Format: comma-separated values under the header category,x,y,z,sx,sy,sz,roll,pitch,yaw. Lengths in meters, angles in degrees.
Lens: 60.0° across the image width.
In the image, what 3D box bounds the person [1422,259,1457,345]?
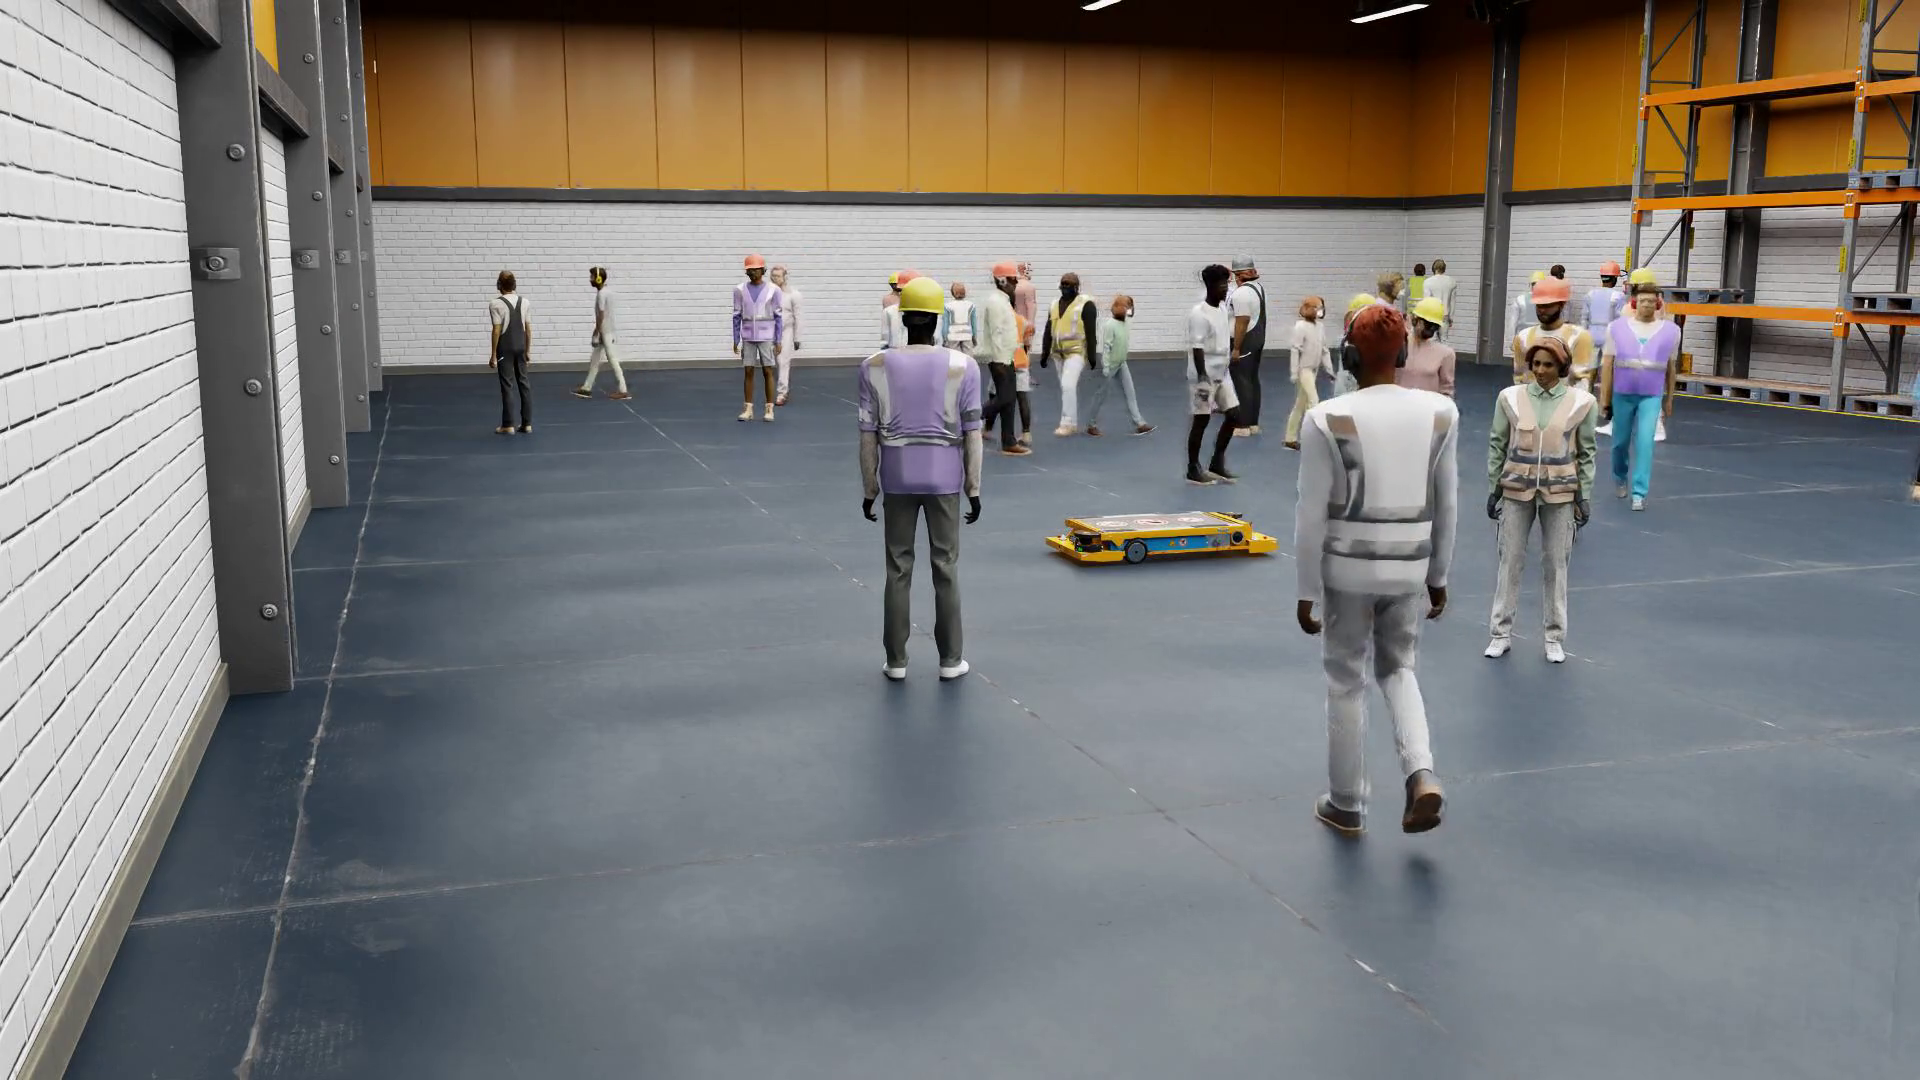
category,x,y,z,sx,sy,sz,roll,pitch,yaw
person,8.011,-3.735,27.899,0.635,1.937,0.355,-3,10,-17

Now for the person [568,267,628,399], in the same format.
category,x,y,z,sx,sy,sz,roll,pitch,yaw
person,-5.079,-2.873,23.220,0.910,1.832,0.560,-2,10,-9

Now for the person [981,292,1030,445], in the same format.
category,x,y,z,sx,sy,sz,roll,pitch,yaw
person,0.474,-1.858,17.831,0.553,1.647,0.864,-7,12,-34

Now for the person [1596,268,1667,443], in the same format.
category,x,y,z,sx,sy,sz,roll,pitch,yaw
person,7.363,-2.008,18.085,0.606,1.873,0.986,-6,11,-30

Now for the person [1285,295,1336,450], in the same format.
category,x,y,z,sx,sy,sz,roll,pitch,yaw
person,3.651,-1.688,17.001,0.761,1.599,0.520,8,13,39

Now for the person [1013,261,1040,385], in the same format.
category,x,y,z,sx,sy,sz,roll,pitch,yaw
person,0.991,-3.352,25.777,0.399,1.907,0.644,-6,11,-30

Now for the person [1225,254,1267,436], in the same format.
category,x,y,z,sx,sy,sz,roll,pitch,yaw
person,3.140,-2.187,18.647,0.535,2.000,0.684,6,11,29

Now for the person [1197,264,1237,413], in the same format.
category,x,y,z,sx,sy,sz,roll,pitch,yaw
person,3.349,-2.556,21.194,0.670,1.890,0.433,5,11,25

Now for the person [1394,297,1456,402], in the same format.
category,x,y,z,sx,sy,sz,roll,pitch,yaw
person,3.211,-0.850,11.780,0.549,1.730,0.422,3,10,17

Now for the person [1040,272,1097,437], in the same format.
category,x,y,z,sx,sy,sz,roll,pitch,yaw
person,1.160,-2.053,18.505,0.673,1.817,0.698,-9,13,-43

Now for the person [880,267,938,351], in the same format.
category,x,y,z,sx,sy,sz,roll,pitch,yaw
person,-0.439,-1.527,15.199,0.558,1.915,0.746,4,11,23

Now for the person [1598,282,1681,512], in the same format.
category,x,y,z,sx,sy,sz,roll,pitch,yaw
person,5.482,-1.174,13.444,0.576,1.818,0.877,4,11,23

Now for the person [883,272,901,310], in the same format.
category,x,y,z,sx,sy,sz,roll,pitch,yaw
person,-0.903,-2.974,23.997,0.311,1.768,0.533,7,12,36

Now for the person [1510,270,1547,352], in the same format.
category,x,y,z,sx,sy,sz,roll,pitch,yaw
person,7.644,-2.678,22.151,0.601,1.814,0.624,3,10,16

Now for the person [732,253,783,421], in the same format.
category,x,y,z,sx,sy,sz,roll,pitch,yaw
person,-2.459,-2.449,20.153,0.615,2.041,0.392,1,10,7

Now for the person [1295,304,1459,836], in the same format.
category,x,y,z,sx,sy,sz,roll,pitch,yaw
person,1.423,0.134,5.696,0.595,1.871,0.520,-2,10,-12

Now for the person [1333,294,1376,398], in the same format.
category,x,y,z,sx,sy,sz,roll,pitch,yaw
person,3.371,-1.208,13.985,0.904,1.695,0.506,5,11,26

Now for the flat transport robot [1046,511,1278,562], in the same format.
category,x,y,z,sx,sy,sz,roll,pitch,yaw
flat transport robot,1.366,-0.035,11.305,1.431,0.197,0.652,-3,10,-17

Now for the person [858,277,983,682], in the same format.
category,x,y,z,sx,sy,sz,roll,pitch,yaw
person,-0.185,-0.277,7.918,0.591,1.927,0.366,0,10,2

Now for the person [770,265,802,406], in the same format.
category,x,y,z,sx,sy,sz,roll,pitch,yaw
person,-2.431,-2.771,22.465,0.656,1.886,0.670,3,10,19

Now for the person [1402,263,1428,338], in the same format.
category,x,y,z,sx,sy,sz,roll,pitch,yaw
person,8.742,-4.344,31.704,0.626,1.846,0.429,5,11,26

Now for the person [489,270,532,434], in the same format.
category,x,y,z,sx,sy,sz,roll,pitch,yaw
person,-5.075,-2.111,18.770,0.344,1.847,0.504,9,13,43

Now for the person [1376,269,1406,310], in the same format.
category,x,y,z,sx,sy,sz,roll,pitch,yaw
person,3.850,-1.566,15.465,0.939,1.907,0.624,3,10,16

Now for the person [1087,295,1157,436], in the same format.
category,x,y,z,sx,sy,sz,roll,pitch,yaw
person,1.770,-1.914,18.413,0.876,1.574,0.512,9,13,41

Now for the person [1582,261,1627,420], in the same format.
category,x,y,z,sx,sy,sz,roll,pitch,yaw
person,7.916,-2.441,20.414,0.362,1.935,0.553,-8,13,-40

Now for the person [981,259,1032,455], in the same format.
category,x,y,z,sx,sy,sz,roll,pitch,yaw
person,0.361,-1.821,16.708,0.658,1.978,0.630,3,10,14

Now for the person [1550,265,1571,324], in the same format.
category,x,y,z,sx,sy,sz,roll,pitch,yaw
person,10.093,-3.743,28.232,0.429,1.841,0.634,-7,12,-34

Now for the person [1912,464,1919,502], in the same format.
category,x,y,z,sx,sy,sz,roll,pitch,yaw
person,8.105,-1.117,13.504,0.580,1.669,0.543,4,11,24

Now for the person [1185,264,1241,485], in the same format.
category,x,y,z,sx,sy,sz,roll,pitch,yaw
person,2.258,-1.437,14.572,0.591,1.942,0.628,7,12,35

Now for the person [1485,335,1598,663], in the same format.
category,x,y,z,sx,sy,sz,roll,pitch,yaw
person,2.899,-0.204,8.328,0.513,1.639,0.311,4,11,23

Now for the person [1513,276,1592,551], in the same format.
category,x,y,z,sx,sy,sz,roll,pitch,yaw
person,4.069,-0.866,11.465,0.543,1.899,0.935,7,12,36

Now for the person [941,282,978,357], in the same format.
category,x,y,z,sx,sy,sz,roll,pitch,yaw
person,0.016,-2.830,23.557,0.528,1.625,0.534,-3,10,-18
